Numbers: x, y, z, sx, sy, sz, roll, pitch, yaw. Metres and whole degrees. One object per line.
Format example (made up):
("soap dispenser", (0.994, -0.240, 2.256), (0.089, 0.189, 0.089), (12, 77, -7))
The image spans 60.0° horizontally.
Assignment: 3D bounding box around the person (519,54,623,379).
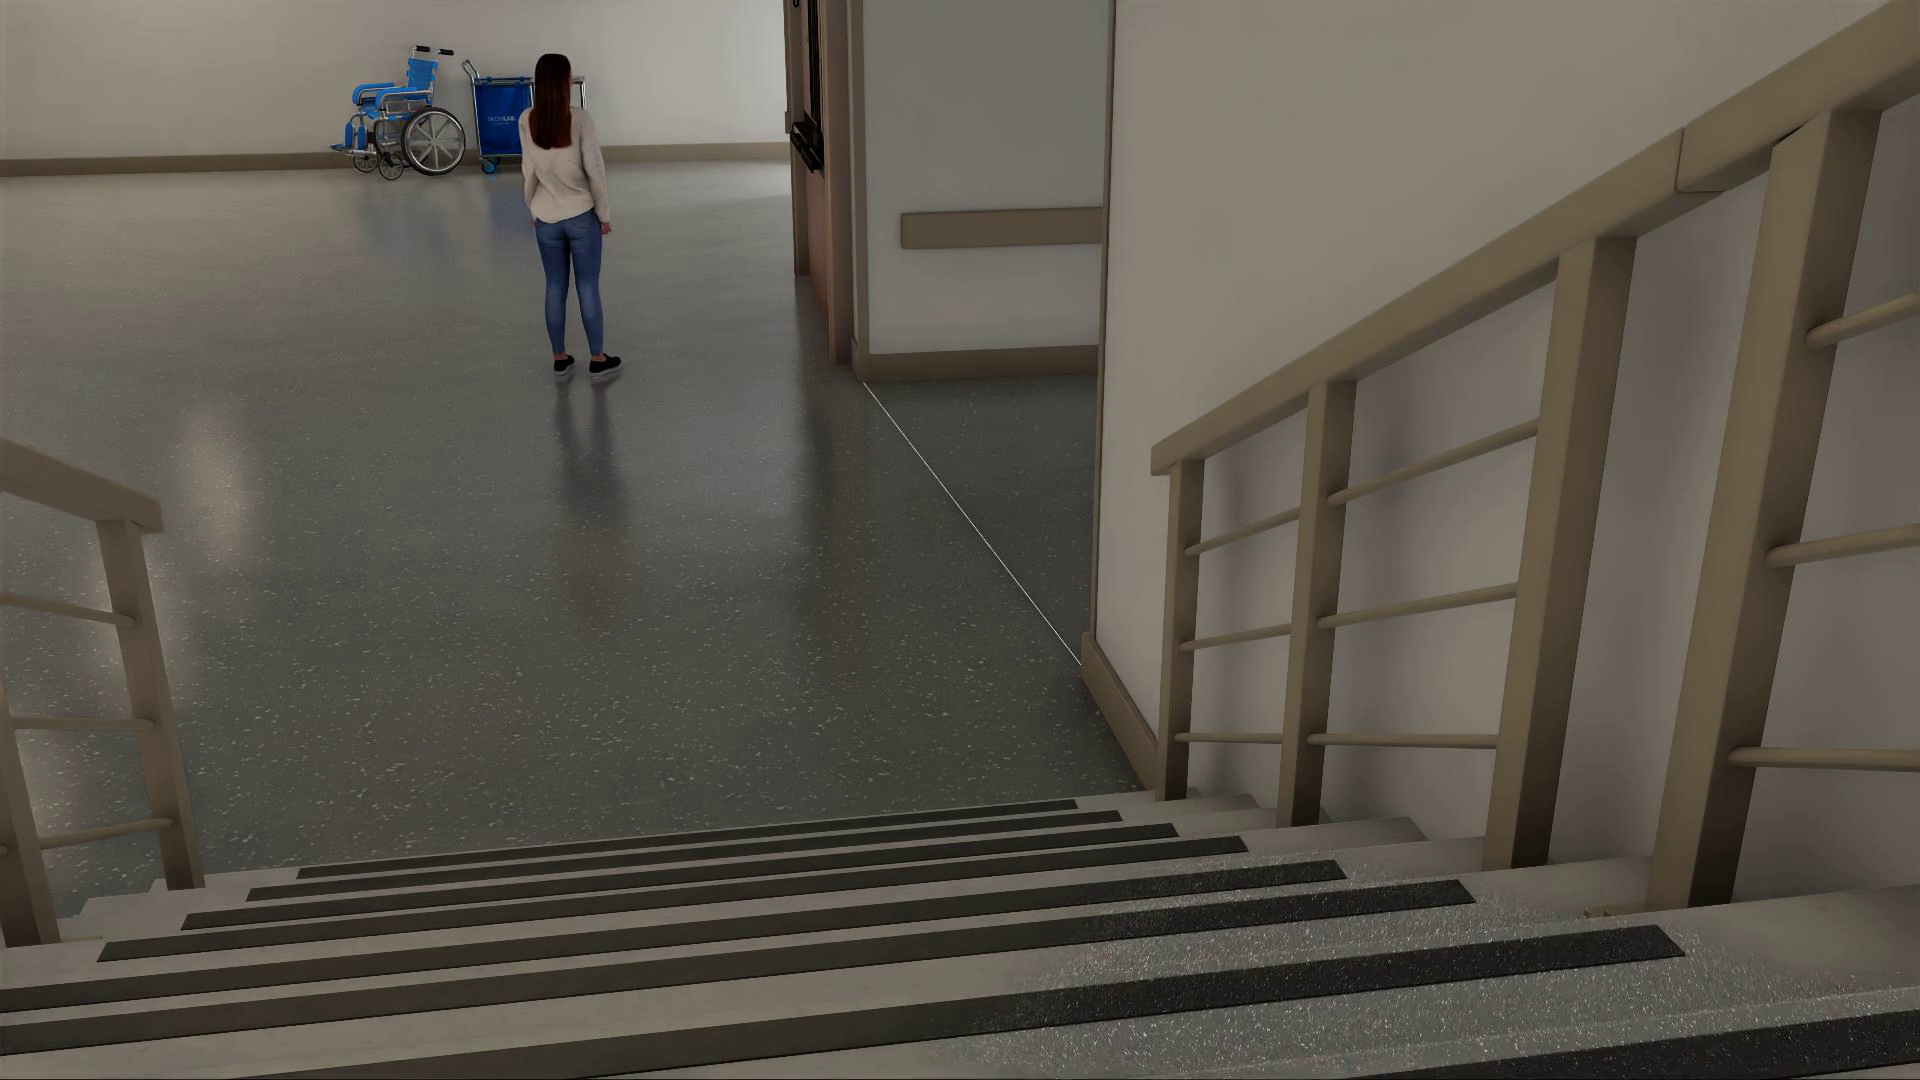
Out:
("person", (-2.085, -1.715, 8.845), (0.689, 1.692, 0.674), (4, 21, 12))
